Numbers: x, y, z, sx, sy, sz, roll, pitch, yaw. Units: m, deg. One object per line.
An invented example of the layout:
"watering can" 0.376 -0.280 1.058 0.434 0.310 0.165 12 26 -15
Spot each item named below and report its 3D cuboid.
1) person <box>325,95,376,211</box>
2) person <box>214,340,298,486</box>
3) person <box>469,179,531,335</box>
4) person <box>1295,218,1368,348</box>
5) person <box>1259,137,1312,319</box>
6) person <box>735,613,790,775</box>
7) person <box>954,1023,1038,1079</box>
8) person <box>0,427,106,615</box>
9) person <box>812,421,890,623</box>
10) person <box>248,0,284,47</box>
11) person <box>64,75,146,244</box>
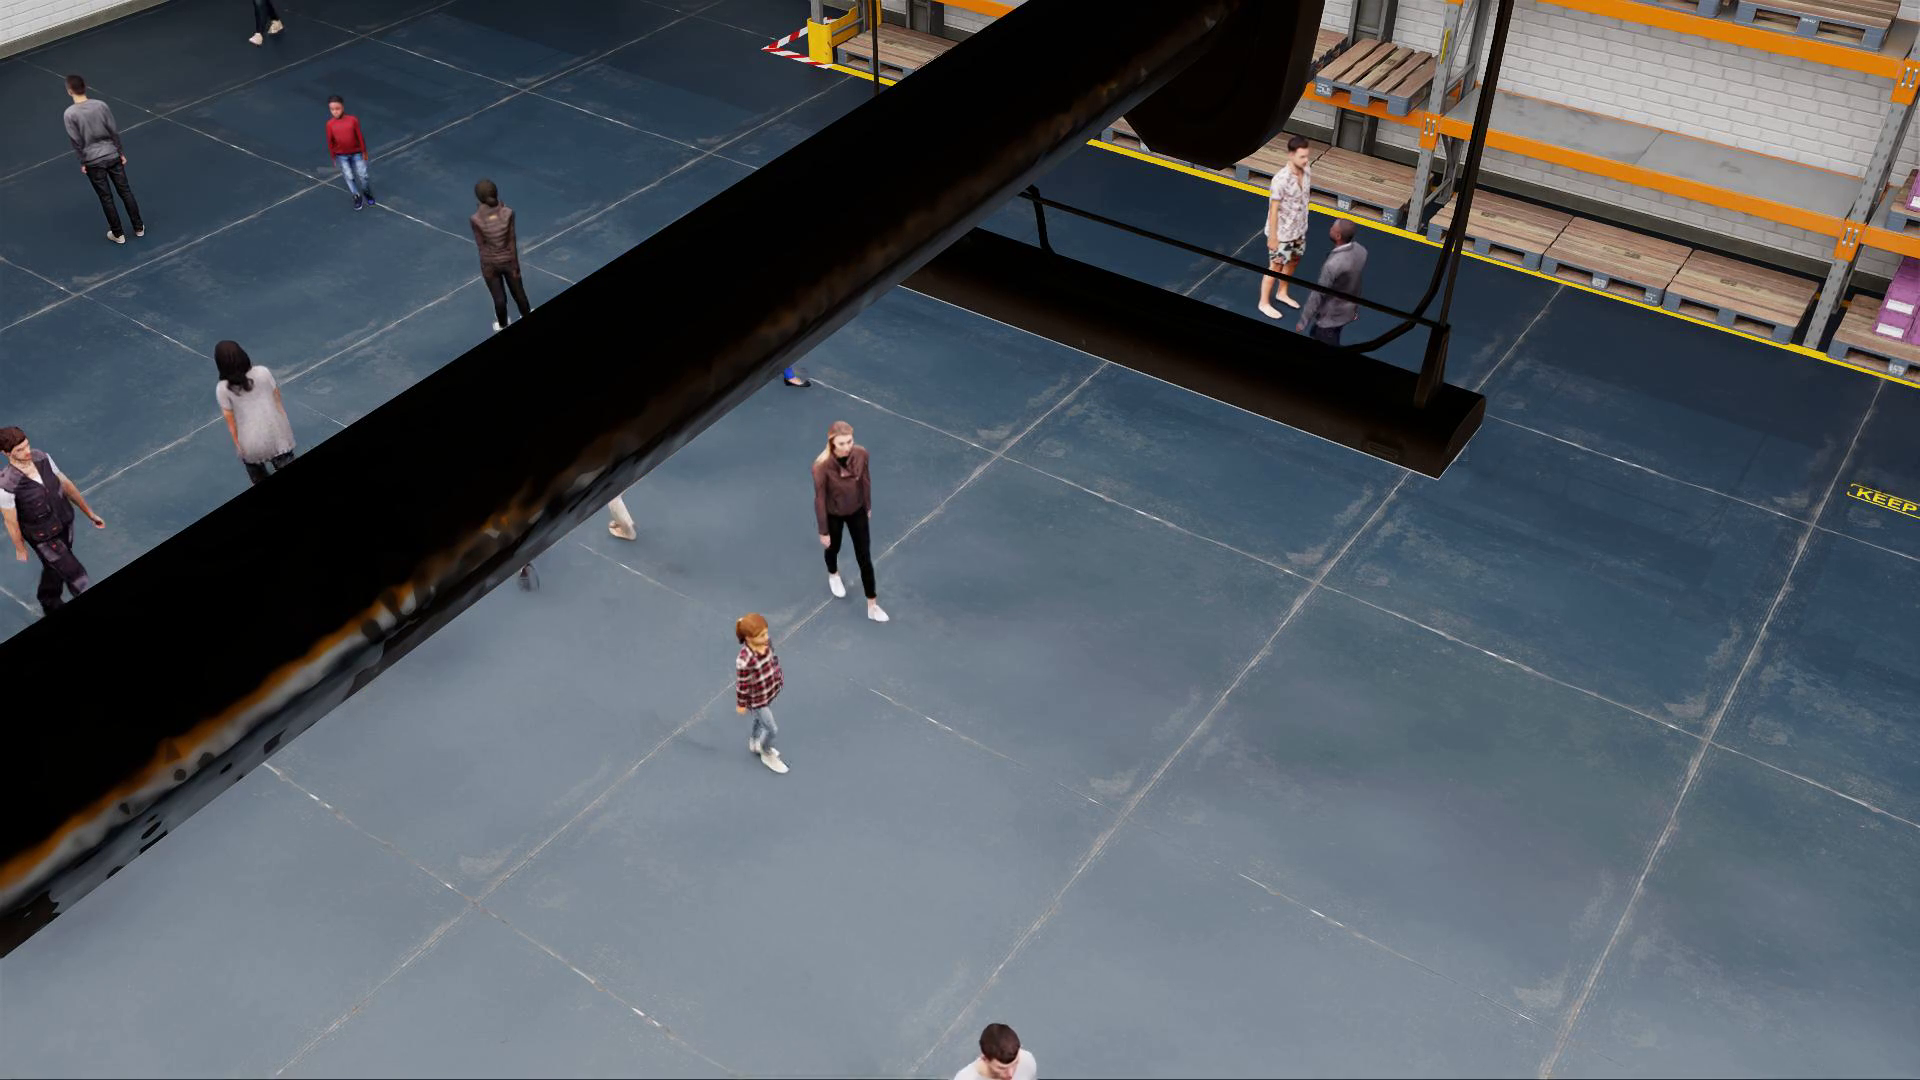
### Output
"person" -6.474 -4.138 17.613 0.598 1.250 0.641 -11 40 -13
"person" -5.527 -0.838 13.221 0.855 1.574 1.131 -24 44 -27
"person" -4.276 -2.609 15.373 0.808 1.655 0.887 28 47 31
"person" 3.302 -1.901 14.373 0.845 1.797 0.727 24 45 27
"person" 3.075 -2.977 15.713 0.726 1.807 0.645 -30 47 -32
"person" -1.403 0.989 11.157 0.632 1.295 0.598 15 41 18
"person" 0.107 2.951 8.270 0.876 1.833 1.011 -18 42 -21
"person" -6.703 -0.075 12.081 1.253 1.804 0.995 5 39 6
"person" -0.902 -0.226 12.379 0.947 1.668 1.118 -17 42 -20
"person" -8.913 -7.219 21.057 1.157 1.767 1.006 8 39 10
"person" -8.706 -3.869 16.866 0.662 1.761 0.612 -30 47 -32
